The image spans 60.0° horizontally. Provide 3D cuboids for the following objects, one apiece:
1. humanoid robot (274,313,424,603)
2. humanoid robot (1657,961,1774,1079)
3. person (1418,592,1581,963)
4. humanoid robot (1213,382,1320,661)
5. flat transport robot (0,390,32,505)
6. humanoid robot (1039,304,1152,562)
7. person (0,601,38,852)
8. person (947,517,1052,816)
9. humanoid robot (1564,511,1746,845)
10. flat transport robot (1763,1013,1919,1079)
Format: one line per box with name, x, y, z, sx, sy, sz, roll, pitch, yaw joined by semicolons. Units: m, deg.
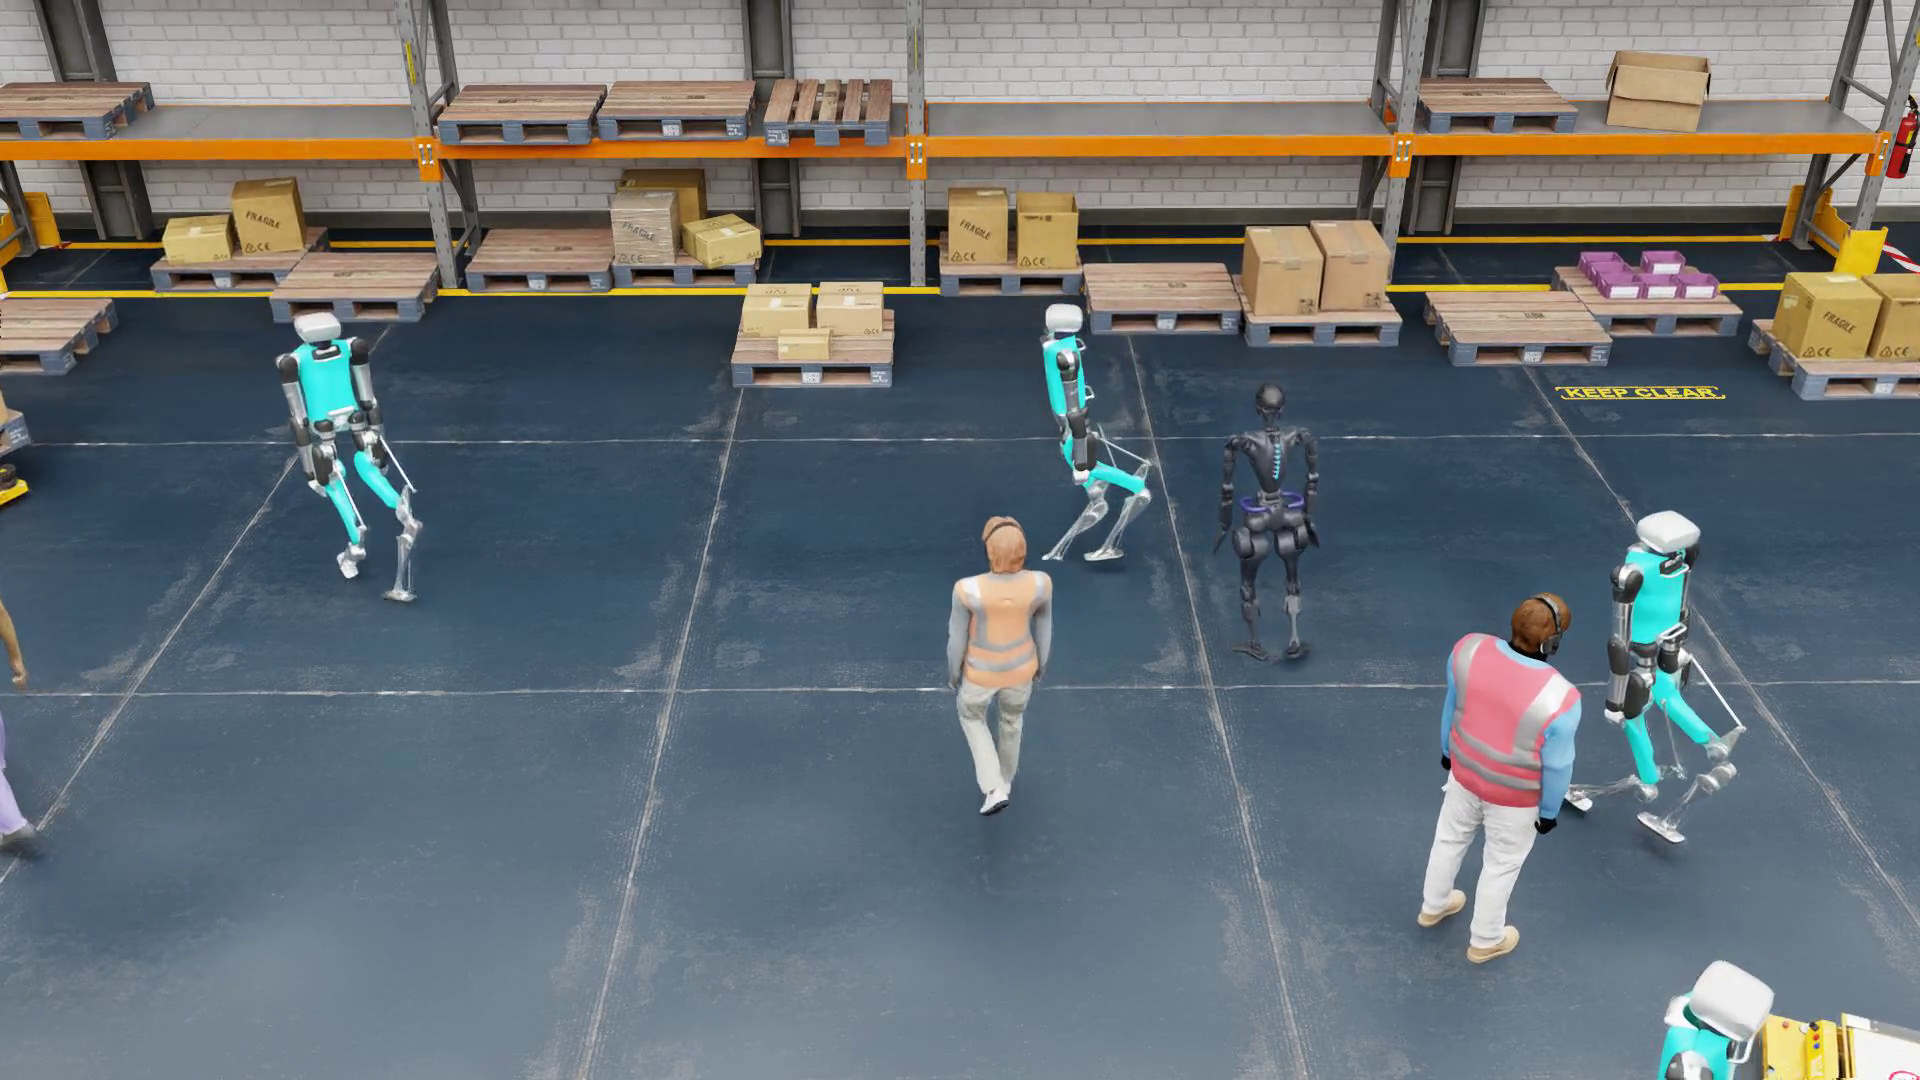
humanoid robot;-3.456;-0.393;9.655;0.551;1.743;0.949;-26;39;-36
humanoid robot;2.503;2.156;5.406;0.686;1.808;0.540;18;35;27
person;2.342;1.019;7.202;0.431;1.836;0.629;-22;37;-32
humanoid robot;1.718;-0.073;9.170;0.598;1.645;0.424;-4;31;-6
flat transport robot;-6.999;-0.411;11.095;1.431;0.231;0.659;15;34;23
humanoid robot;0.843;-0.565;9.935;0.854;1.780;0.543;-4;31;-7
person;-4.800;0.602;7.942;0.601;1.786;1.001;-25;39;-35
person;0.202;0.636;8.031;0.526;1.622;0.459;-9;32;-14
humanoid robot;3.306;0.734;7.763;0.556;1.738;0.971;-20;36;-30
flat transport robot;3.971;2.301;6.580;1.431;0.231;0.659;12;33;19
